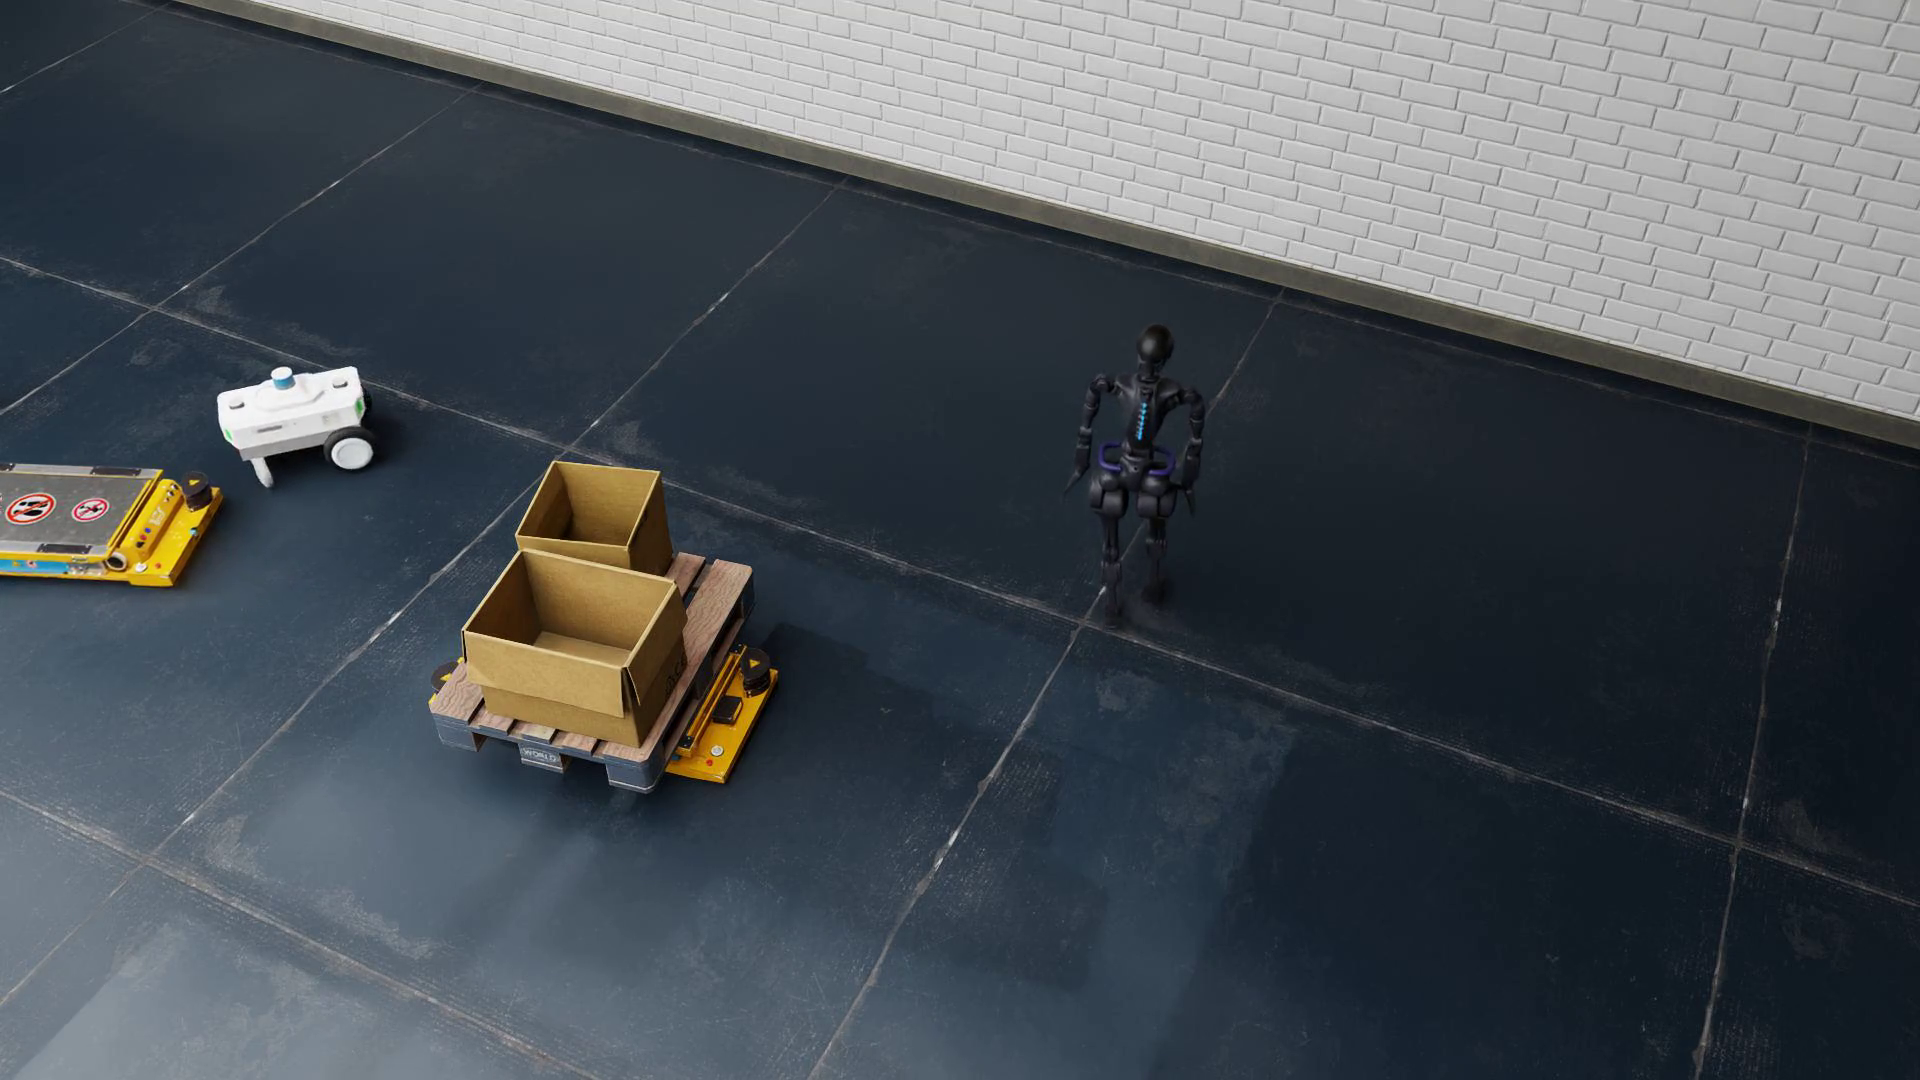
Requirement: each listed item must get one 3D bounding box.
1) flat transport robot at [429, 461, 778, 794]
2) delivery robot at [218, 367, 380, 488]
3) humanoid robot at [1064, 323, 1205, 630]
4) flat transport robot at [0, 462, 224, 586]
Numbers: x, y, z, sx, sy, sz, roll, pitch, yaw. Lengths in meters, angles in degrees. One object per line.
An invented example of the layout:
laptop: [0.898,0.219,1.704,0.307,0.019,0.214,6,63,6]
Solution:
flat transport robot: [-1.615,0.662,7.541,1.431,0.231,0.659,11,44,12]
delivery robot: [-3.449,-0.637,8.738,0.775,0.603,0.522,-14,45,-15]
humanoid robot: [0.786,-0.307,7.550,0.608,1.651,0.396,5,43,6]
flat transport robot: [-4.537,-0.081,8.343,1.431,0.231,0.659,2,43,3]
